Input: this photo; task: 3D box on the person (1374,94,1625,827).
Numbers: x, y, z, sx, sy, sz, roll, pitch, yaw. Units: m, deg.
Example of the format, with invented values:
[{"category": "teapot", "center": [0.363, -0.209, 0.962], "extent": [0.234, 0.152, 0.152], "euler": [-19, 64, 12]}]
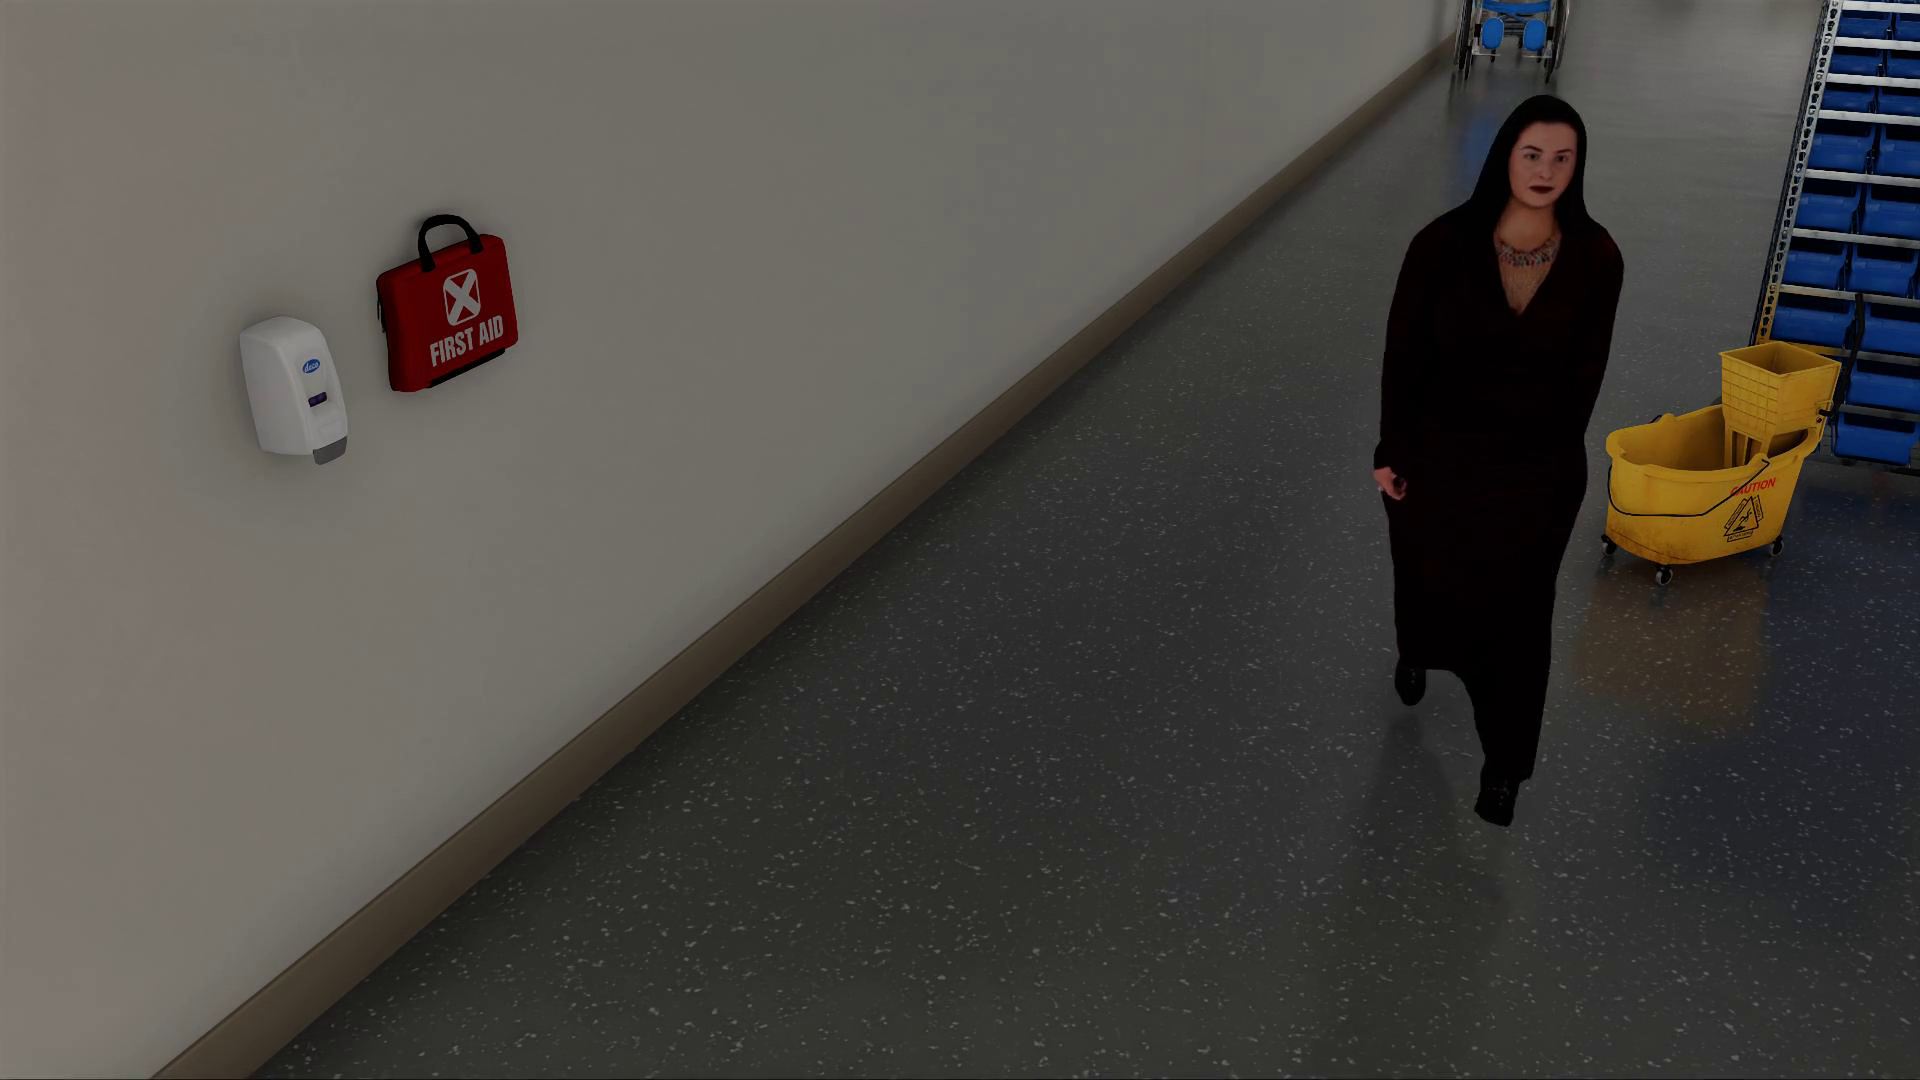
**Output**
[{"category": "person", "center": [1.280, -0.226, 4.164], "extent": [1.135, 1.706, 0.878], "euler": [6, 26, 13]}]
